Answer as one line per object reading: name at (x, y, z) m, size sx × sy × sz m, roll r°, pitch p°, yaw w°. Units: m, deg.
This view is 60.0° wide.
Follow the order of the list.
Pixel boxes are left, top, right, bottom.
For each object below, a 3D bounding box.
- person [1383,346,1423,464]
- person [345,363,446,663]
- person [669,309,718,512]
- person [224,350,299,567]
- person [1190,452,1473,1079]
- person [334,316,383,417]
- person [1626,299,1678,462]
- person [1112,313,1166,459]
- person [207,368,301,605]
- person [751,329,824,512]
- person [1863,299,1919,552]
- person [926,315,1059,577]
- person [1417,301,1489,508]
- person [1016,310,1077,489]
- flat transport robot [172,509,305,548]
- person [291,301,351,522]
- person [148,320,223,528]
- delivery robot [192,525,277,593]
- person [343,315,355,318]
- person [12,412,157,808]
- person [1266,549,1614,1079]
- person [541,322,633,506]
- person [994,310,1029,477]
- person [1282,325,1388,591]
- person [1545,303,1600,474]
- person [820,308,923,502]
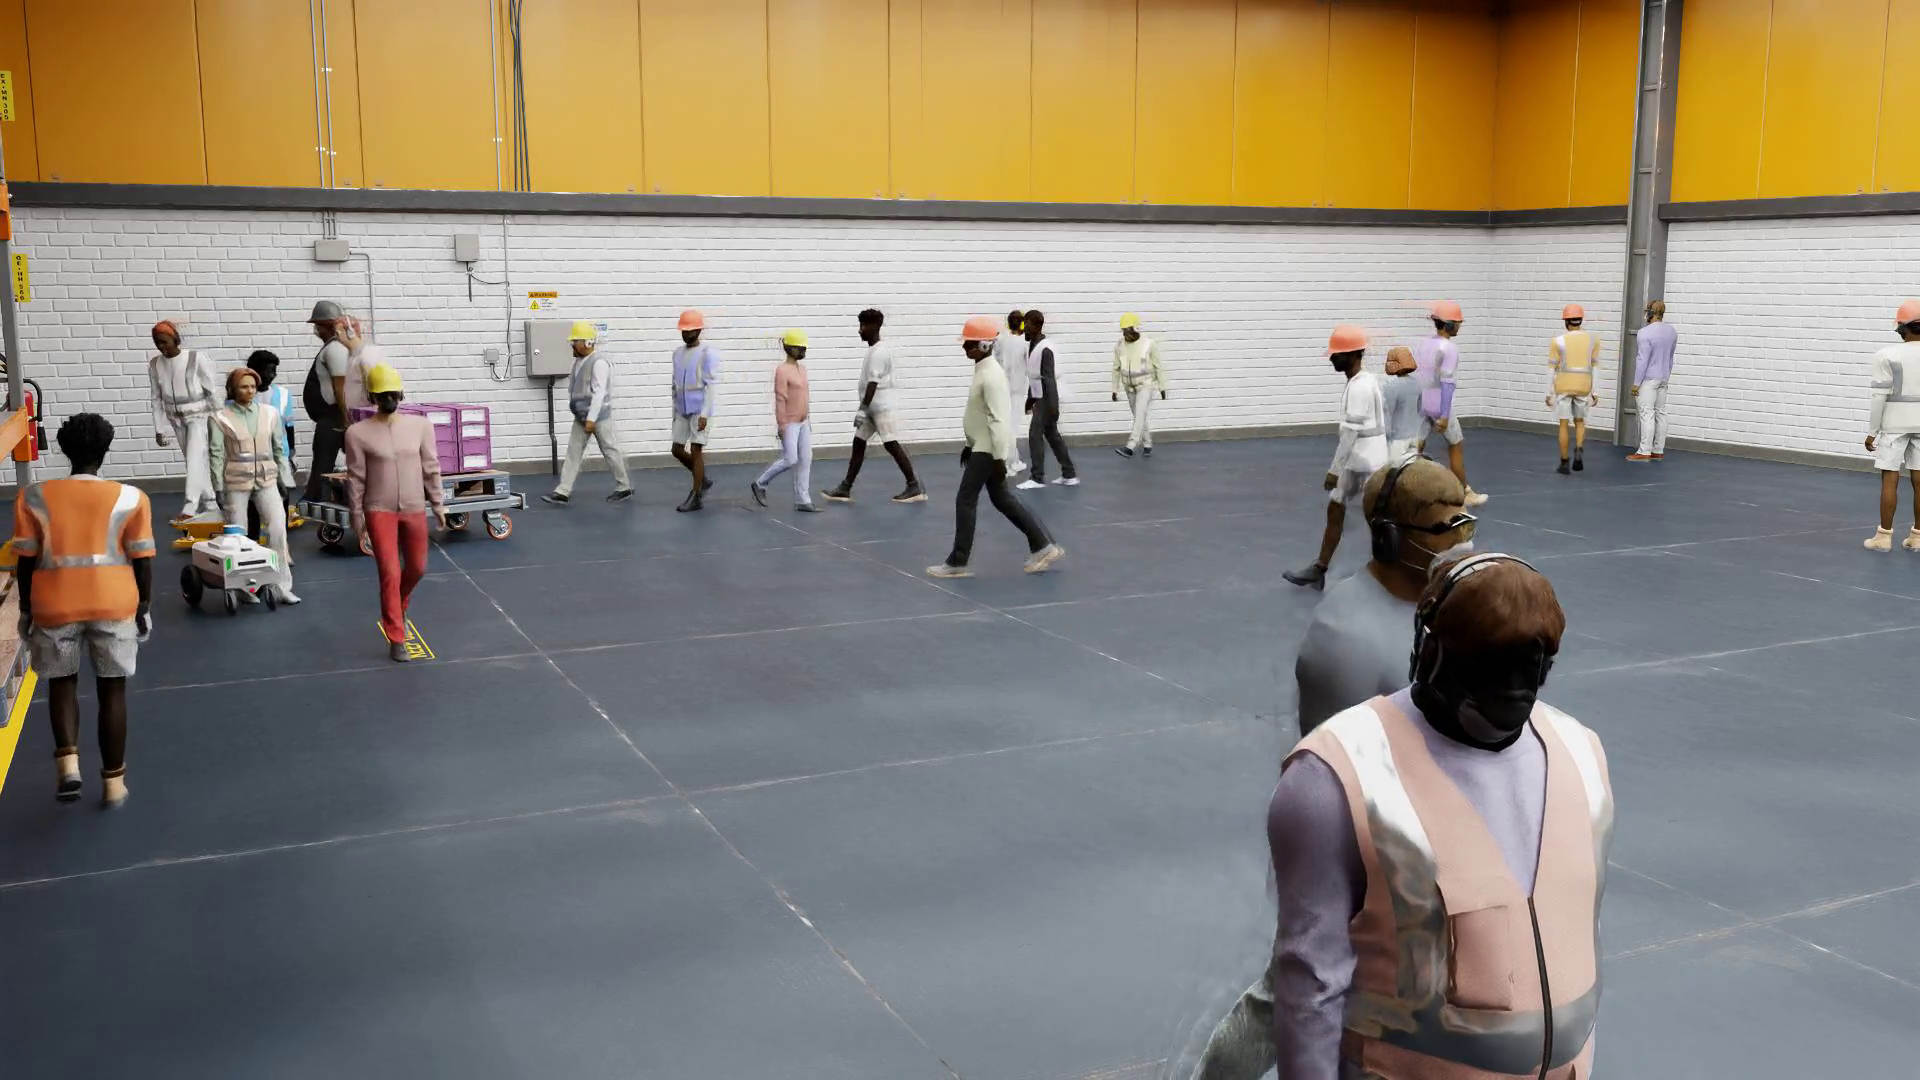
person at (3.807, -0.855, 14.383) m, size 0.498 × 1.626 × 0.289 m, roll -8°, pitch 12°, yaw -41°
person at (-3.376, -0.190, 9.890) m, size 0.528 × 1.740 × 0.736 m, roll -6°, pitch 11°, yaw -35°
person at (-2.534, -1.235, 15.823) m, size 0.557 × 1.917 × 0.564 m, roll 6°, pitch 11°, yaw 32°
person at (-5.306, -0.606, 12.681) m, size 0.577 × 1.658 × 0.734 m, roll -7°, pitch 12°, yaw -37°
person at (0.918, 0.729, 3.786) m, size 1.050 × 1.884 × 0.632 m, roll 7°, pitch 12°, yaw 39°
person at (-5.281, -1.084, 15.047) m, size 0.680 × 1.880 × 0.685 m, roll -7°, pitch 11°, yaw -37°
person at (8.252, -1.892, 19.842) m, size 0.632 × 1.940 × 0.372 m, roll -6°, pitch 11°, yaw -32°
person at (2.137, -1.863, 20.188) m, size 0.652 × 1.763 × 0.925 m, roll 7°, pitch 11°, yaw 36°
person at (-4.734, -0.339, 11.175) m, size 0.545 × 1.611 × 0.704 m, roll -9°, pitch 13°, yaw -44°
person at (-1.620, -1.118, 15.665) m, size 0.605 × 1.742 × 0.530 m, roll 4°, pitch 10°, yaw 24°
person at (7.631, -0.912, 13.429) m, size 0.608 × 2.047 × 0.365 m, roll 1°, pitch 9°, yaw 4°
person at (0.273, -0.690, 12.350) m, size 0.966 × 1.959 × 0.616 m, roll 0°, pitch 9°, yaw 0°
person at (4.562, -1.272, 15.849) m, size 1.048 × 1.987 × 0.630 m, roll -3°, pitch 10°, yaw -18°
person at (0.938, -1.471, 17.467) m, size 0.706 × 1.881 × 0.608 m, roll -1°, pitch 9°, yaw -8°
flat transport robot at (-6.093, -0.135, 14.099) m, size 0.652 × 0.197 × 1.431 m, roll -1°, pitch 9°, yaw -6°
person at (-5.750, -1.177, 15.088) m, size 0.932 × 2.000 × 0.696 m, roll -1°, pitch 9°, yaw -9°
person at (-6.859, -1.006, 14.655) m, size 0.640 × 1.833 × 0.908 m, roll 2°, pitch 9°, yaw 13°
delivery robot at (-4.908, 0.138, 11.235) m, size 0.477 × 0.478 × 0.707 m, roll -8°, pitch 12°, yaw -42°
person at (-6.189, -1.369, 16.923) m, size 1.010 × 1.827 × 0.597 m, roll -4°, pitch 10°, yaw -22°
person at (-3.679, 0.302, 7.027) m, size 0.549 × 1.672 × 0.385 m, roll -4°, pitch 10°, yaw -23°
person at (0.793, 0.924, 2.688) m, size 0.619 × 1.838 × 0.430 m, roll -4°, pitch 10°, yaw -21°
person at (-3.609, -1.220, 16.150) m, size 0.937 × 1.782 × 0.607 m, roll -8°, pitch 12°, yaw -41°
person at (0.661, -1.628, 18.541) m, size 0.537 × 1.828 × 0.831 m, roll 7°, pitch 11°, yaw 37°
person at (2.669, -0.537, 11.559) m, size 0.904 × 1.888 × 0.555 m, roll 1°, pitch 9°, yaw 6°
person at (6.857, -1.692, 18.655) m, size 0.570 × 1.917 × 0.419 m, roll 1°, pitch 9°, yaw 7°
person at (-0.835, -1.306, 16.295) m, size 1.008 × 1.915 × 0.605 m, roll -2°, pitch 9°, yaw -10°
